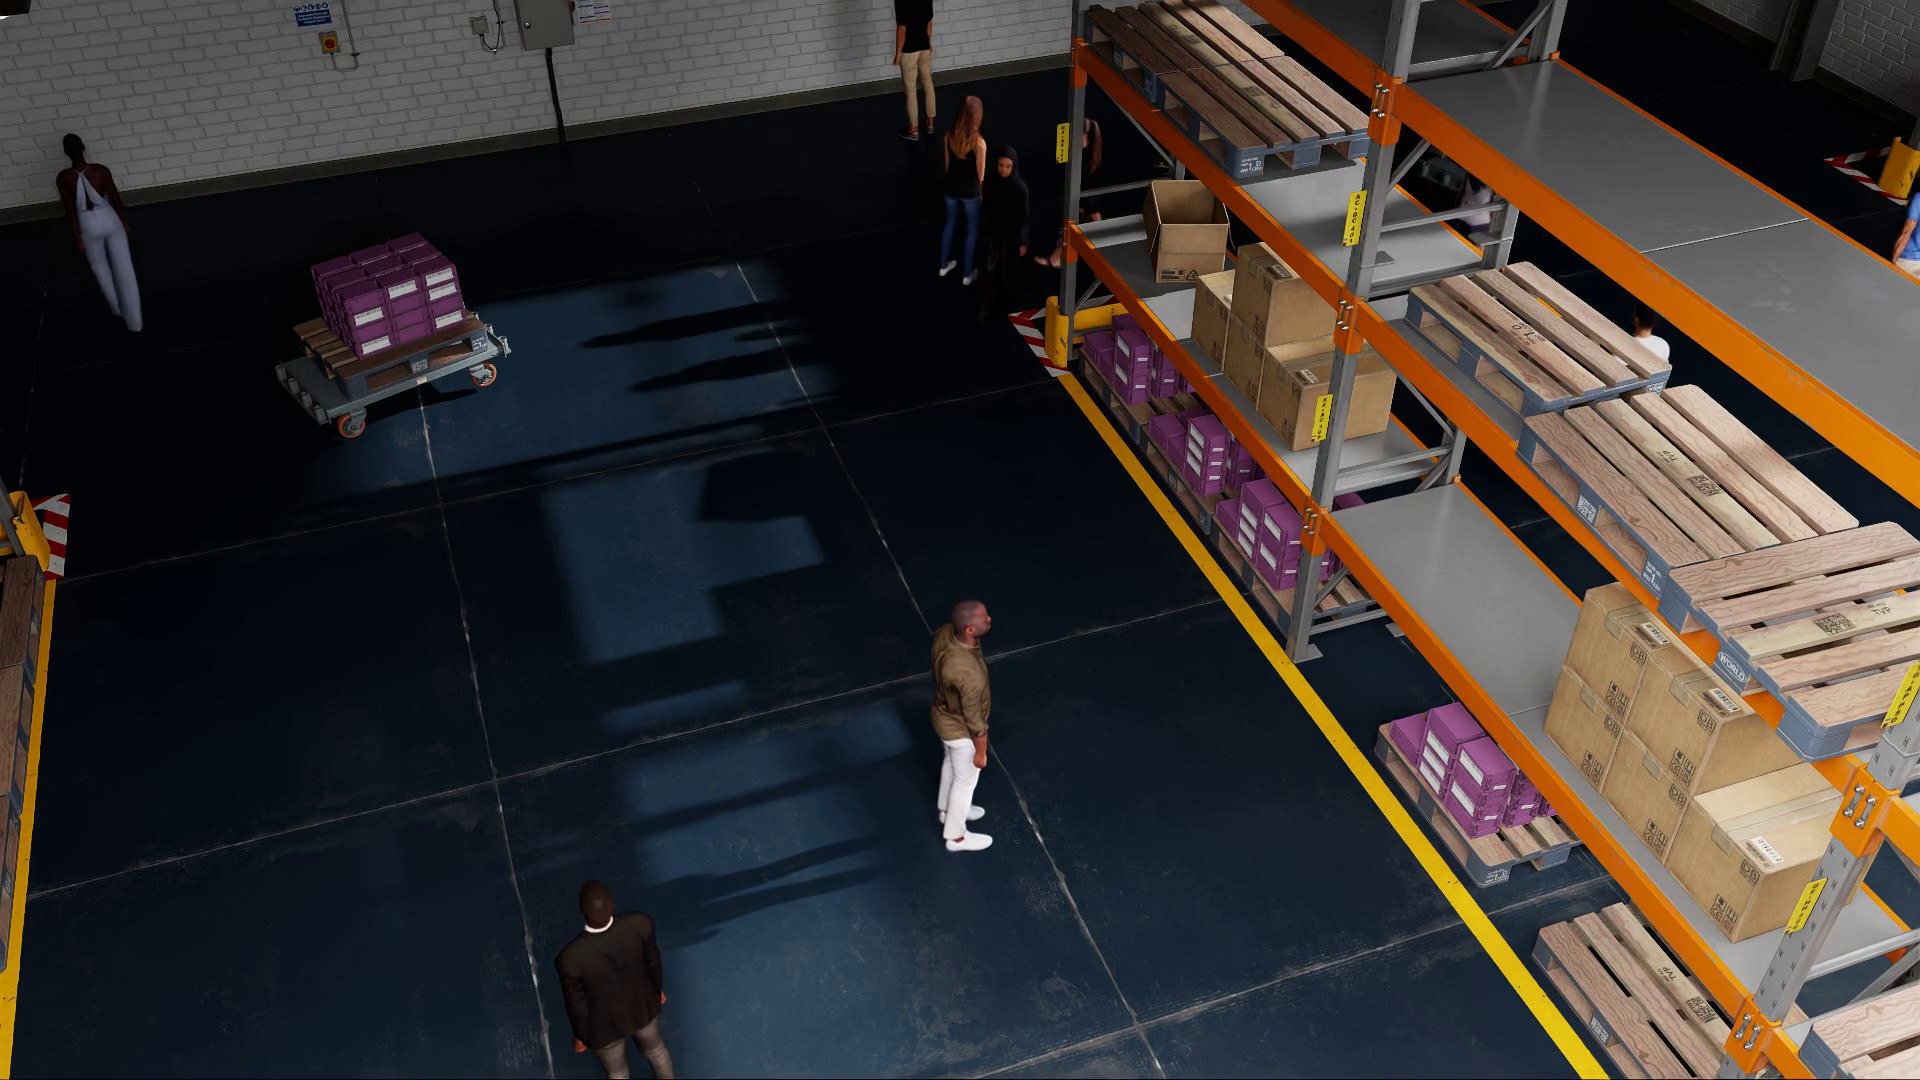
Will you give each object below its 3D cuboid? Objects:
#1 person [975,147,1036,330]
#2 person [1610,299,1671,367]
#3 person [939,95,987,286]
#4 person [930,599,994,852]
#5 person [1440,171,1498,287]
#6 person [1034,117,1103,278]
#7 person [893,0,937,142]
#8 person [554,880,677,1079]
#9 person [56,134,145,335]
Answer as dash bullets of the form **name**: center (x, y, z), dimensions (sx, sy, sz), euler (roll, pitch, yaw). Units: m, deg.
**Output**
- **person**: center (0.423, -2.638, 14.230), dimensions (1.060, 1.586, 1.121), euler (17, 41, 20)
- **person**: center (4.683, -0.917, 11.852), dimensions (0.679, 1.865, 0.553), euler (-15, 41, -18)
- **person**: center (0.008, -3.071, 14.671), dimensions (0.665, 1.712, 0.741), euler (21, 43, 24)
- **person**: center (0.007, 1.041, 9.440), dimensions (0.770, 1.816, 0.517), euler (-11, 40, -13)
- **person**: center (4.377, -2.774, 14.328), dimensions (0.826, 1.677, 0.526), euler (-30, 47, -32)
- **person**: center (1.181, -2.998, 14.741), dimensions (1.048, 1.512, 1.011), euler (14, 41, 16)
- **person**: center (-0.452, -5.009, 16.981), dimensions (0.701, 1.859, 0.654), euler (-28, 46, -30)
- **person**: center (-1.617, 2.250, 7.938), dimensions (0.715, 1.799, 0.665), euler (-25, 45, -28)
- **person**: center (-7.159, -2.519, 13.935), dimensions (0.693, 1.768, 0.779), euler (-22, 43, -25)
